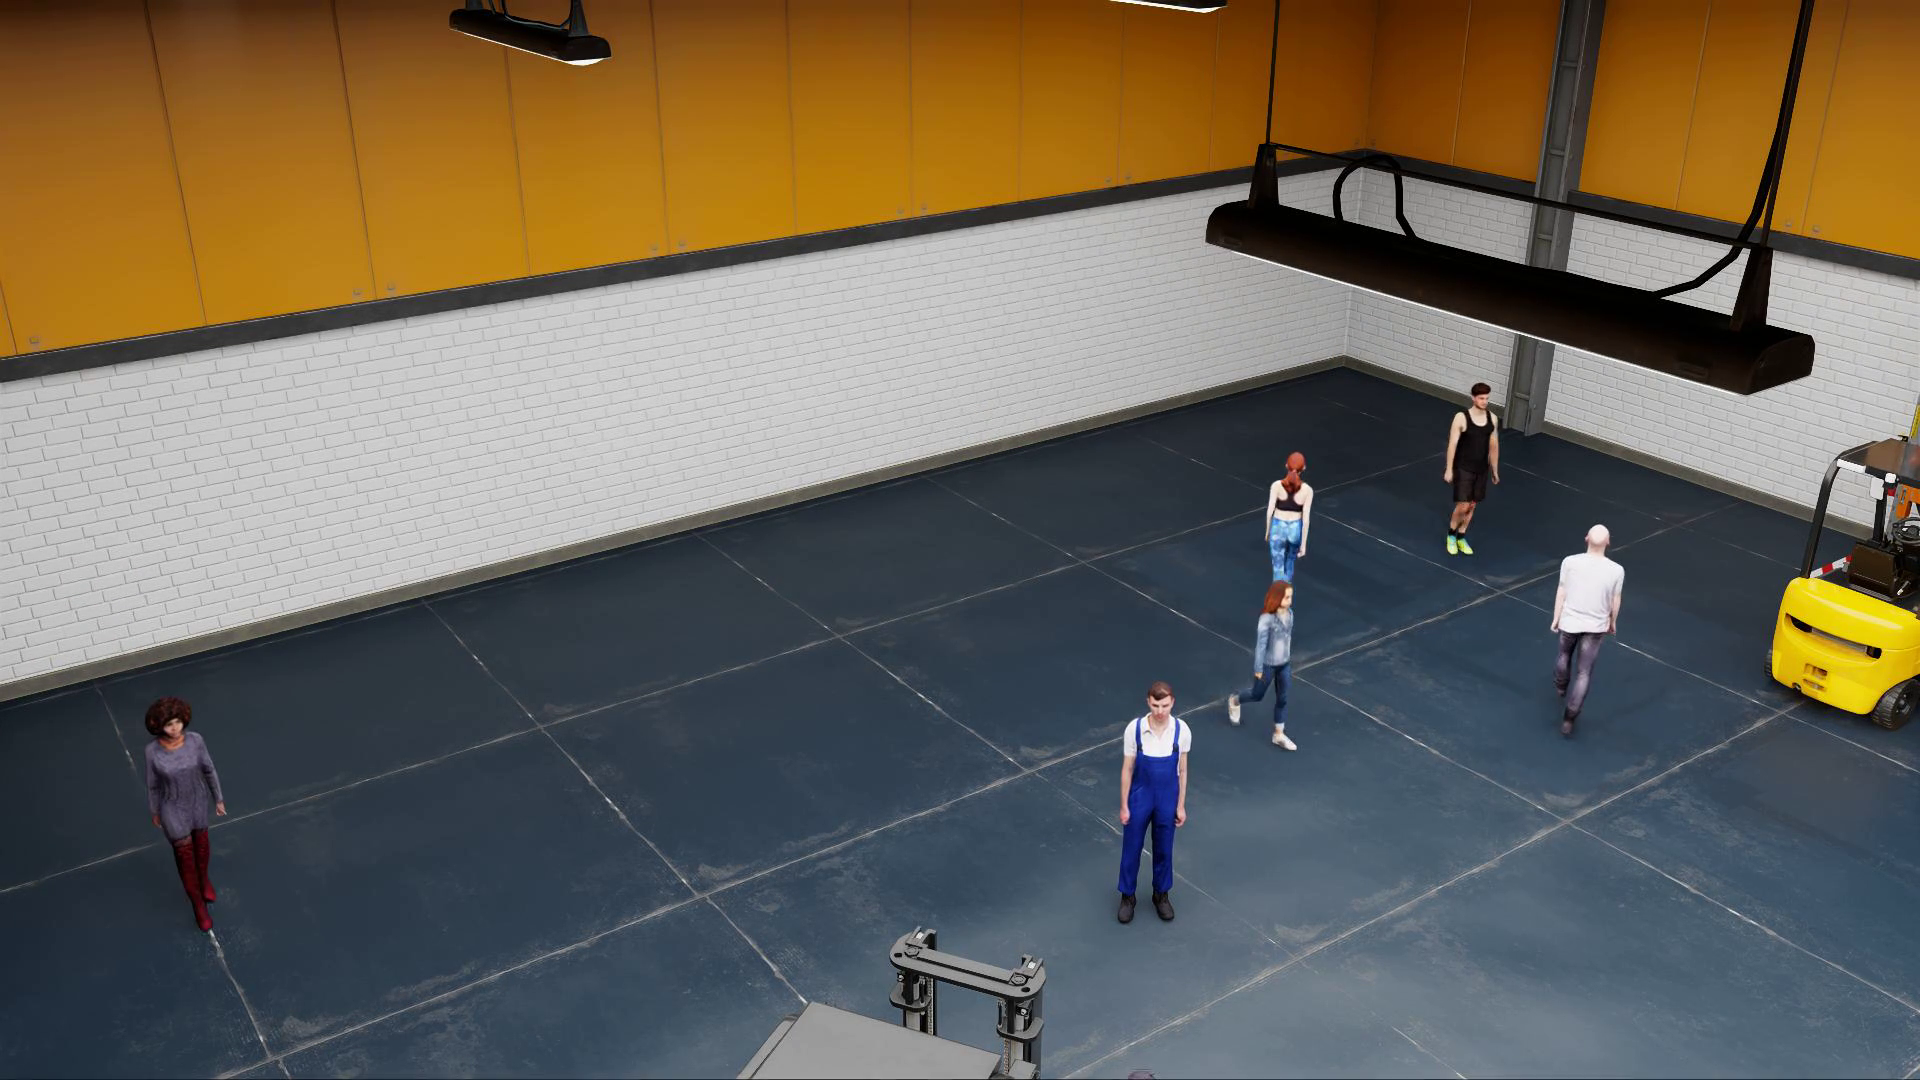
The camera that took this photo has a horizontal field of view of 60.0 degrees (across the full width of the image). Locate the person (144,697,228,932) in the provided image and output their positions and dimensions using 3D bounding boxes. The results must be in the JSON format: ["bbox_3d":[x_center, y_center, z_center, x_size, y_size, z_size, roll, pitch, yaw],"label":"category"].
[{"bbox_3d":[-5.474,1.844,11.694,0.635,1.686,0.878,-18,30,-36],"label":"person"}]

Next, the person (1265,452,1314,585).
[{"bbox_3d":[3.067,0.072,15.691,1.115,1.731,1.242,2,24,6],"label":"person"}]

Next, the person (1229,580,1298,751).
[{"bbox_3d":[2.555,1.005,13.905,0.605,1.453,0.965,-17,29,-34],"label":"person"}]

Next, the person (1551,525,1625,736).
[{"bbox_3d":[5.232,0.785,13.997,1.232,1.781,1.154,9,25,20],"label":"person"}]

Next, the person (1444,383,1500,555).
[{"bbox_3d":[5.317,-0.772,17.436,0.770,1.880,0.743,-7,24,-15],"label":"person"}]

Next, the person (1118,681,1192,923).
[{"bbox_3d":[1.349,1.797,11.596,0.726,1.850,0.752,0,24,0],"label":"person"}]
